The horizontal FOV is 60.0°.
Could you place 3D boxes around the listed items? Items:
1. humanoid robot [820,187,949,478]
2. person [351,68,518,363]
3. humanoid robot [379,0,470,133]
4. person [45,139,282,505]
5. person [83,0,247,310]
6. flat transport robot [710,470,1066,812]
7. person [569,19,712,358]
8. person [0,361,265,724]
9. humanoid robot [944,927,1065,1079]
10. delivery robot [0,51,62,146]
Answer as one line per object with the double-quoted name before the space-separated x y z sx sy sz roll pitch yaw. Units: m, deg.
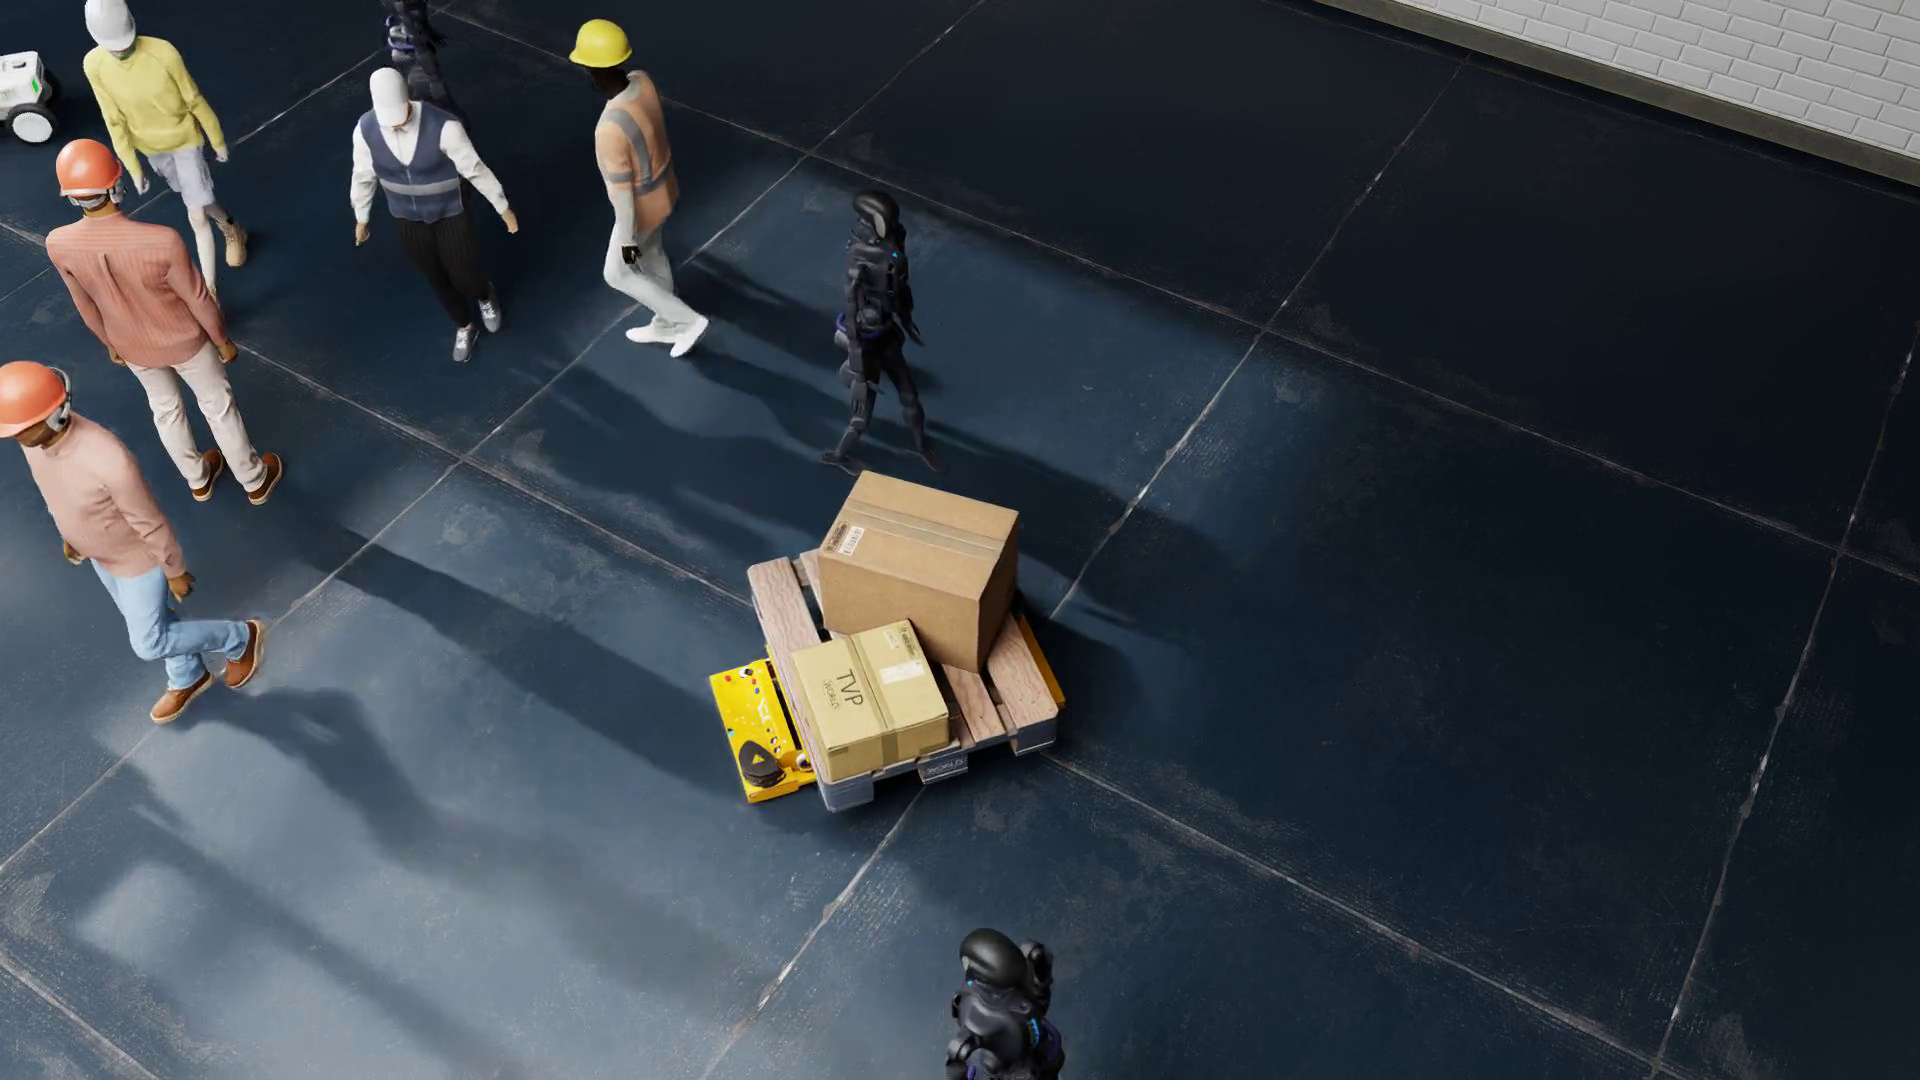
"humanoid robot" -0.374 -0.907 7.686 0.609 1.633 0.588 17 51 15
"person" -2.604 -1.598 8.232 0.807 1.735 0.502 0 49 0
"humanoid robot" -2.981 -2.715 9.252 0.335 1.655 0.601 -12 50 -10
"person" -3.584 -0.930 7.491 0.610 1.986 0.402 1 49 1
"person" -4.047 -2.002 8.533 0.489 1.818 0.967 -4 49 -4
"flat transport robot" -0.319 0.640 7.256 1.431 0.231 0.659 -15 51 -13
"person" -1.574 -1.675 8.185 0.460 1.910 0.615 7 49 6
"person" -3.357 0.023 6.658 0.623 1.977 0.473 27 54 22
"humanoid robot" 0.133 1.741 5.360 0.339 1.643 0.601 28 54 22
"delivery robot" -5.818 -2.662 9.960 0.805 0.606 0.499 -13 50 -11
